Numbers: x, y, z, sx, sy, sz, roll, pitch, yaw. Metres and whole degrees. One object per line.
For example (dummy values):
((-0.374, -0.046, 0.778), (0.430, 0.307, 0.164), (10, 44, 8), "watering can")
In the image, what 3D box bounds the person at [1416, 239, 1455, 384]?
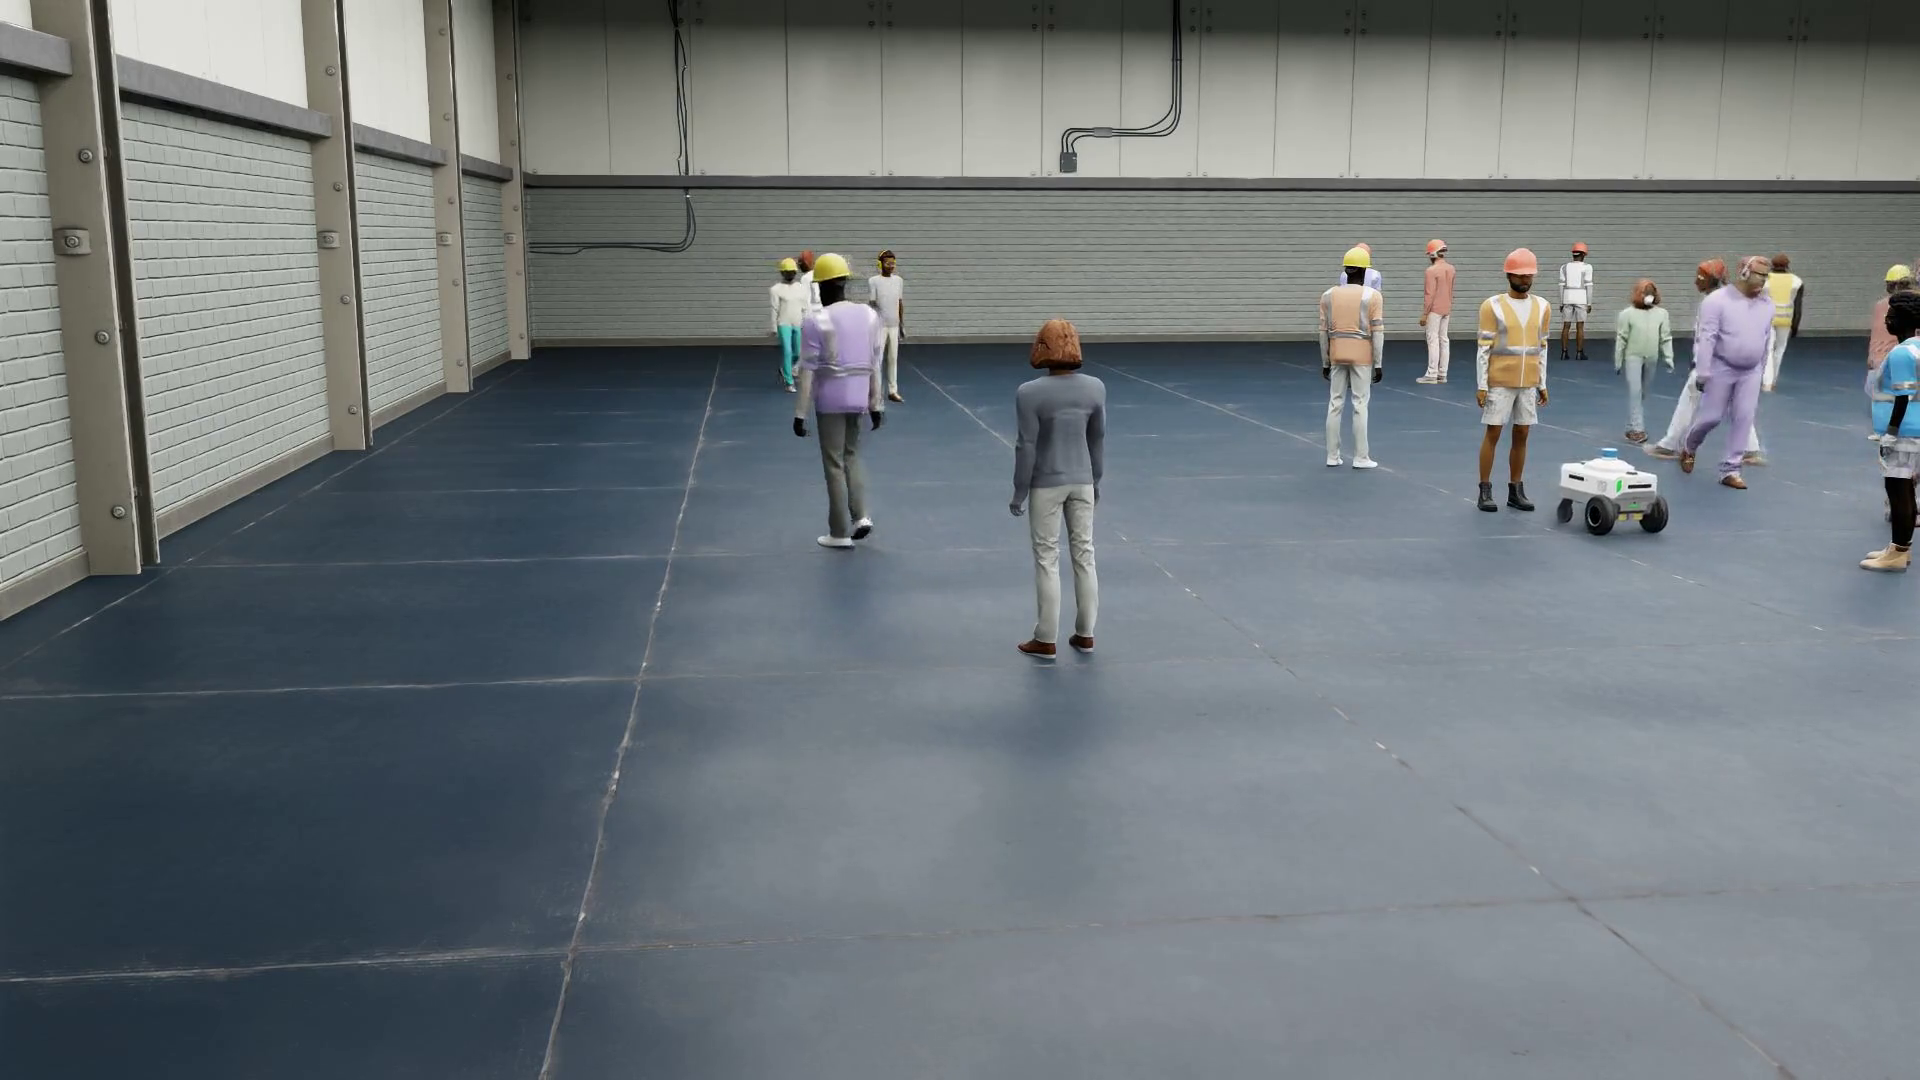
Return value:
((6.589, -3.159, 23.039), (0.609, 1.986, 0.392), (-9, 14, -41), "person")

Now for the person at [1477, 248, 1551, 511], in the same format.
((4.088, -1.169, 12.266), (0.552, 1.935, 0.368), (-1, 10, -8), "person")

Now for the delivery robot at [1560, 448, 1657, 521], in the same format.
((4.496, -0.393, 11.544), (0.477, 0.478, 0.707), (-3, 11, -14), "delivery robot")

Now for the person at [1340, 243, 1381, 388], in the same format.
((5.349, -3.003, 22.320), (0.553, 1.935, 0.362), (0, 10, 2), "person")

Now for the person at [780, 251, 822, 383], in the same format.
((-2.032, -3.029, 22.788), (1.027, 1.818, 0.591), (8, 13, 37), "person")

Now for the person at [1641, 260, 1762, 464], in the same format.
((6.733, -1.586, 14.886), (1.038, 1.826, 0.601), (10, 14, 43), "person")

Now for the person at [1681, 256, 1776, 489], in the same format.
((6.291, -1.381, 13.601), (0.671, 1.879, 0.707), (0, 10, -2), "person")

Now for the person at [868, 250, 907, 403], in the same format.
((-0.895, -2.603, 20.347), (0.509, 1.861, 0.312), (-7, 13, -35), "person")

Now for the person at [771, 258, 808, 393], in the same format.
((-2.247, -2.808, 21.738), (0.540, 1.751, 0.533), (-8, 13, -36), "person")

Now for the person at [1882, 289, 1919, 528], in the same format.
((6.740, -1.033, 11.643), (0.671, 1.890, 0.459), (-3, 11, -13), "person")

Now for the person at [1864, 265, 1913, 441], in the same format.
((9.161, -1.810, 16.285), (0.538, 1.747, 0.490), (-3, 11, -17), "person")

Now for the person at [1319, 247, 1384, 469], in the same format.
((3.429, -1.583, 14.560), (0.586, 1.928, 0.364), (8, 13, 36), "person")

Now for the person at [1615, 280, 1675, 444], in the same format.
((6.720, -1.730, 16.286), (0.504, 1.594, 0.830), (-1, 10, -5), "person")

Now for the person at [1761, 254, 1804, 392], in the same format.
((10.740, -2.867, 21.976), (0.620, 1.795, 0.965), (2, 11, 12), "person")

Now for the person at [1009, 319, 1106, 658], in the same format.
((0.473, -0.245, 8.027), (0.498, 1.634, 0.279), (-5, 12, -28), "person")

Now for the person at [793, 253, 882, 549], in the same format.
((-0.795, -0.886, 10.757), (0.622, 1.913, 0.404), (-9, 14, -41), "person")

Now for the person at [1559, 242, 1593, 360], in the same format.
((10.132, -3.918, 27.362), (0.543, 1.928, 0.372), (8, 13, 39), "person")

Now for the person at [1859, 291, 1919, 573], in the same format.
((5.699, -0.654, 10.098), (0.319, 1.695, 0.538), (8, 13, 37), "person")
